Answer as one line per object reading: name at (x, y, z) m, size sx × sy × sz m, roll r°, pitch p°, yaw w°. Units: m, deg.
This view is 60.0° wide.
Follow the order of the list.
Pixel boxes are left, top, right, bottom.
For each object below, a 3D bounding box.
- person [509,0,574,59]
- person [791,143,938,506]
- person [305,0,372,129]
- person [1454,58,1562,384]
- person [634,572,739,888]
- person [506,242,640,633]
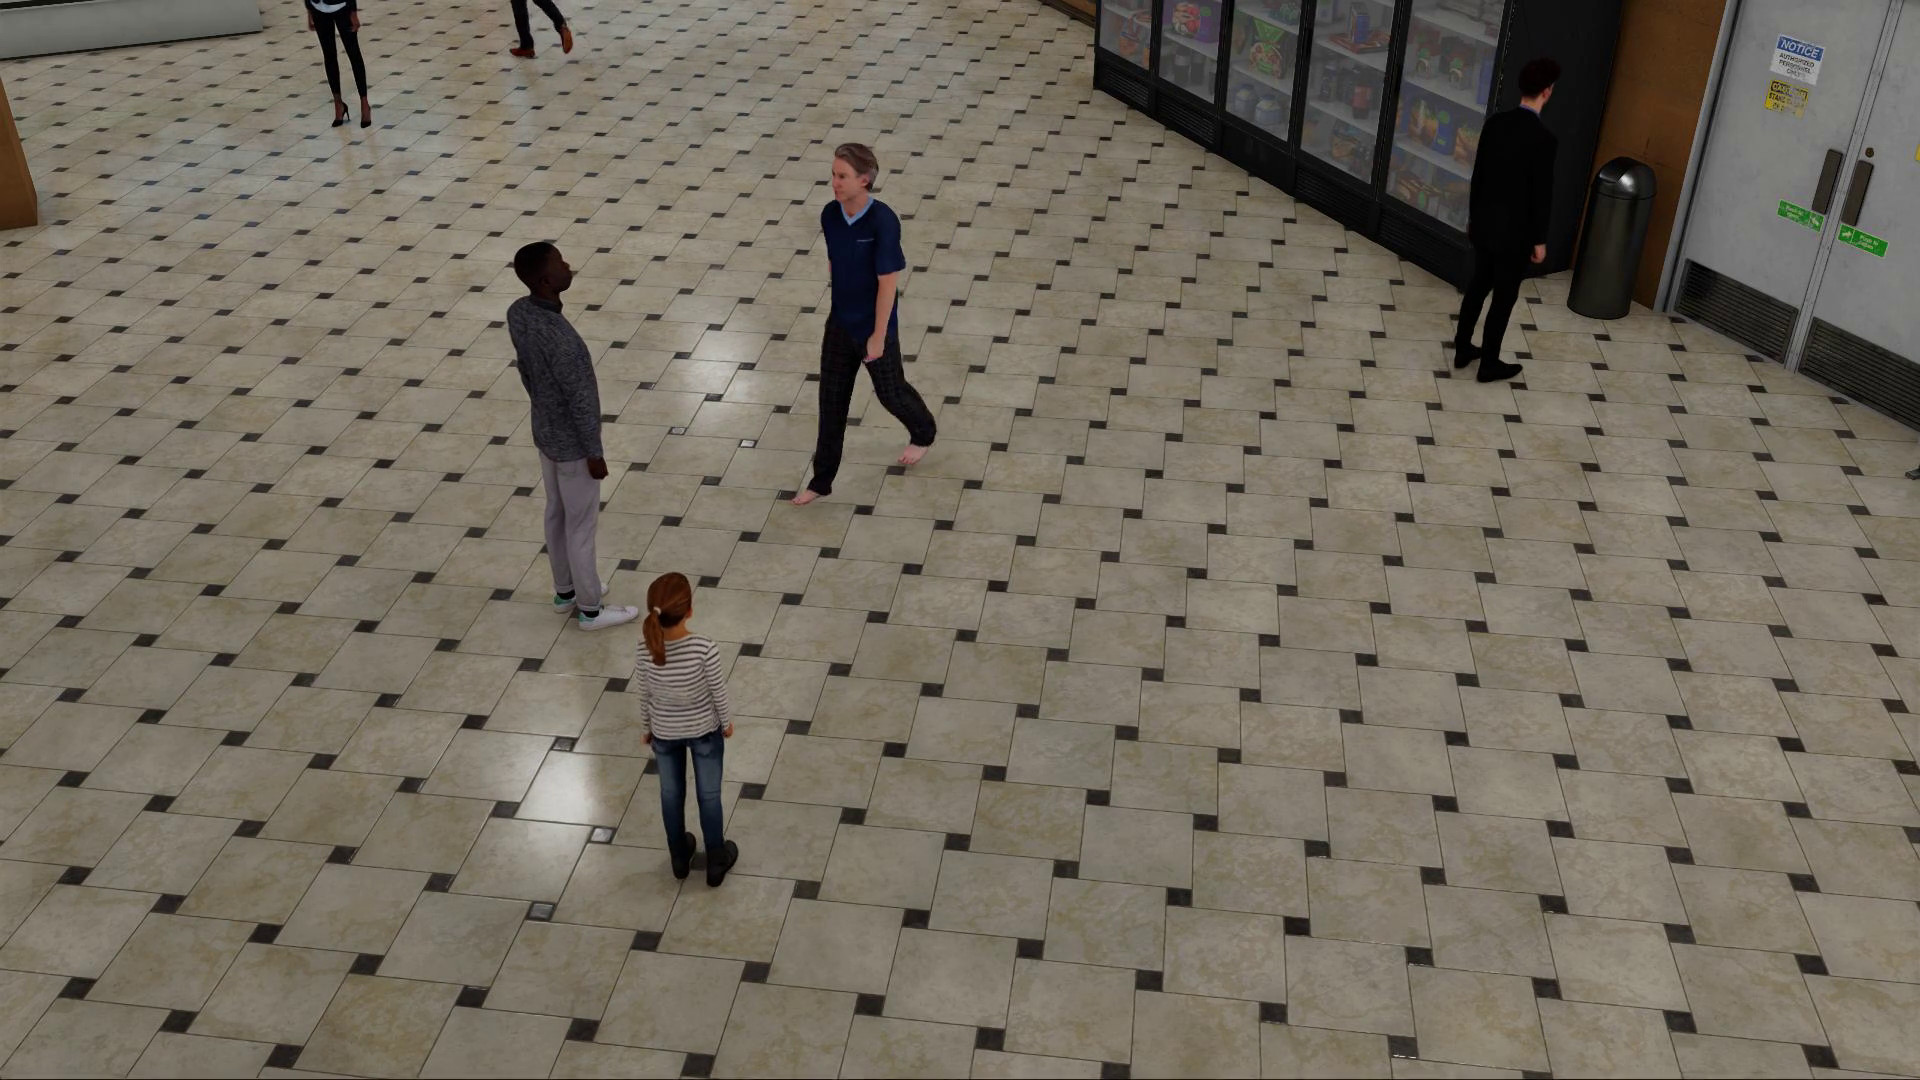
person at (-3.921, -5.308, 15.219) m, size 1.014 × 1.803 × 1.021 m, roll 21°, pitch 38°, yaw 30°
person at (-0.418, -1.093, 8.425) m, size 1.058 × 1.823 × 1.298 m, roll 21°, pitch 37°, yaw 30°
person at (-5.097, -4.286, 13.545) m, size 0.639 × 1.834 × 0.732 m, roll 5°, pitch 32°, yaw 9°
person at (3.090, -1.779, 9.476) m, size 0.656 × 1.877 × 0.714 m, roll -17°, pitch 36°, yaw -25°
person at (-1.003, 0.696, 6.029) m, size 0.559 × 1.315 × 0.629 m, roll 5°, pitch 32°, yaw 7°
person at (-1.764, -0.446, 7.371) m, size 0.617 × 1.838 × 0.726 m, roll -21°, pitch 38°, yaw -30°
